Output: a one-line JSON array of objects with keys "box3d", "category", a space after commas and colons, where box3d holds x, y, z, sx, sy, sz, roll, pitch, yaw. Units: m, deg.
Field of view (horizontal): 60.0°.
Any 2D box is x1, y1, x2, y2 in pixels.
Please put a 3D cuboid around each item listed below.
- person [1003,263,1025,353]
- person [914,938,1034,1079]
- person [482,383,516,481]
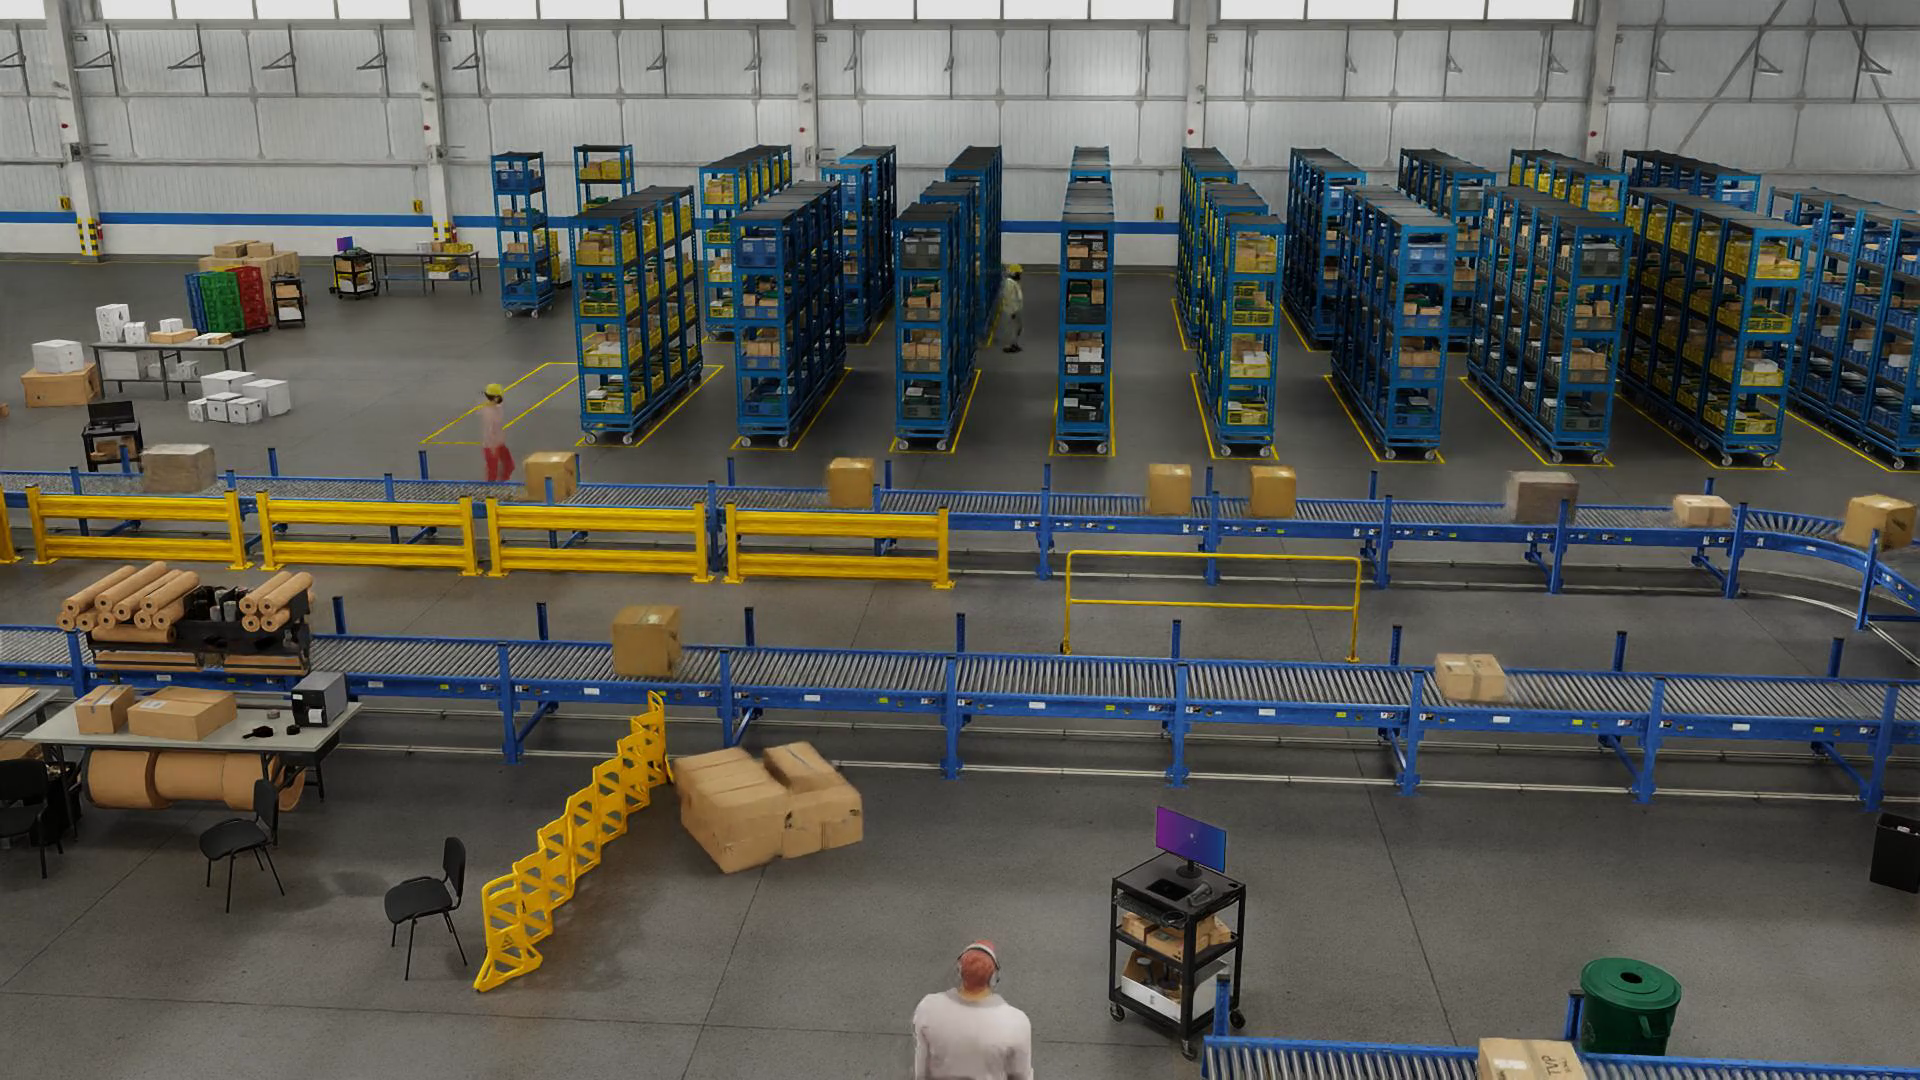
[{"box3d": [1.105, -4.631, 33.283, 0.532, 1.811, 0.620, 5, 18, 15], "category": "person"}, {"box3d": [0.068, 3.020, 8.888, 0.656, 1.884, 0.648, 4, 18, 13], "category": "person"}, {"box3d": [-6.343, -1.291, 22.784, 0.438, 1.750, 0.538, 2, 18, 8], "category": "person"}]
